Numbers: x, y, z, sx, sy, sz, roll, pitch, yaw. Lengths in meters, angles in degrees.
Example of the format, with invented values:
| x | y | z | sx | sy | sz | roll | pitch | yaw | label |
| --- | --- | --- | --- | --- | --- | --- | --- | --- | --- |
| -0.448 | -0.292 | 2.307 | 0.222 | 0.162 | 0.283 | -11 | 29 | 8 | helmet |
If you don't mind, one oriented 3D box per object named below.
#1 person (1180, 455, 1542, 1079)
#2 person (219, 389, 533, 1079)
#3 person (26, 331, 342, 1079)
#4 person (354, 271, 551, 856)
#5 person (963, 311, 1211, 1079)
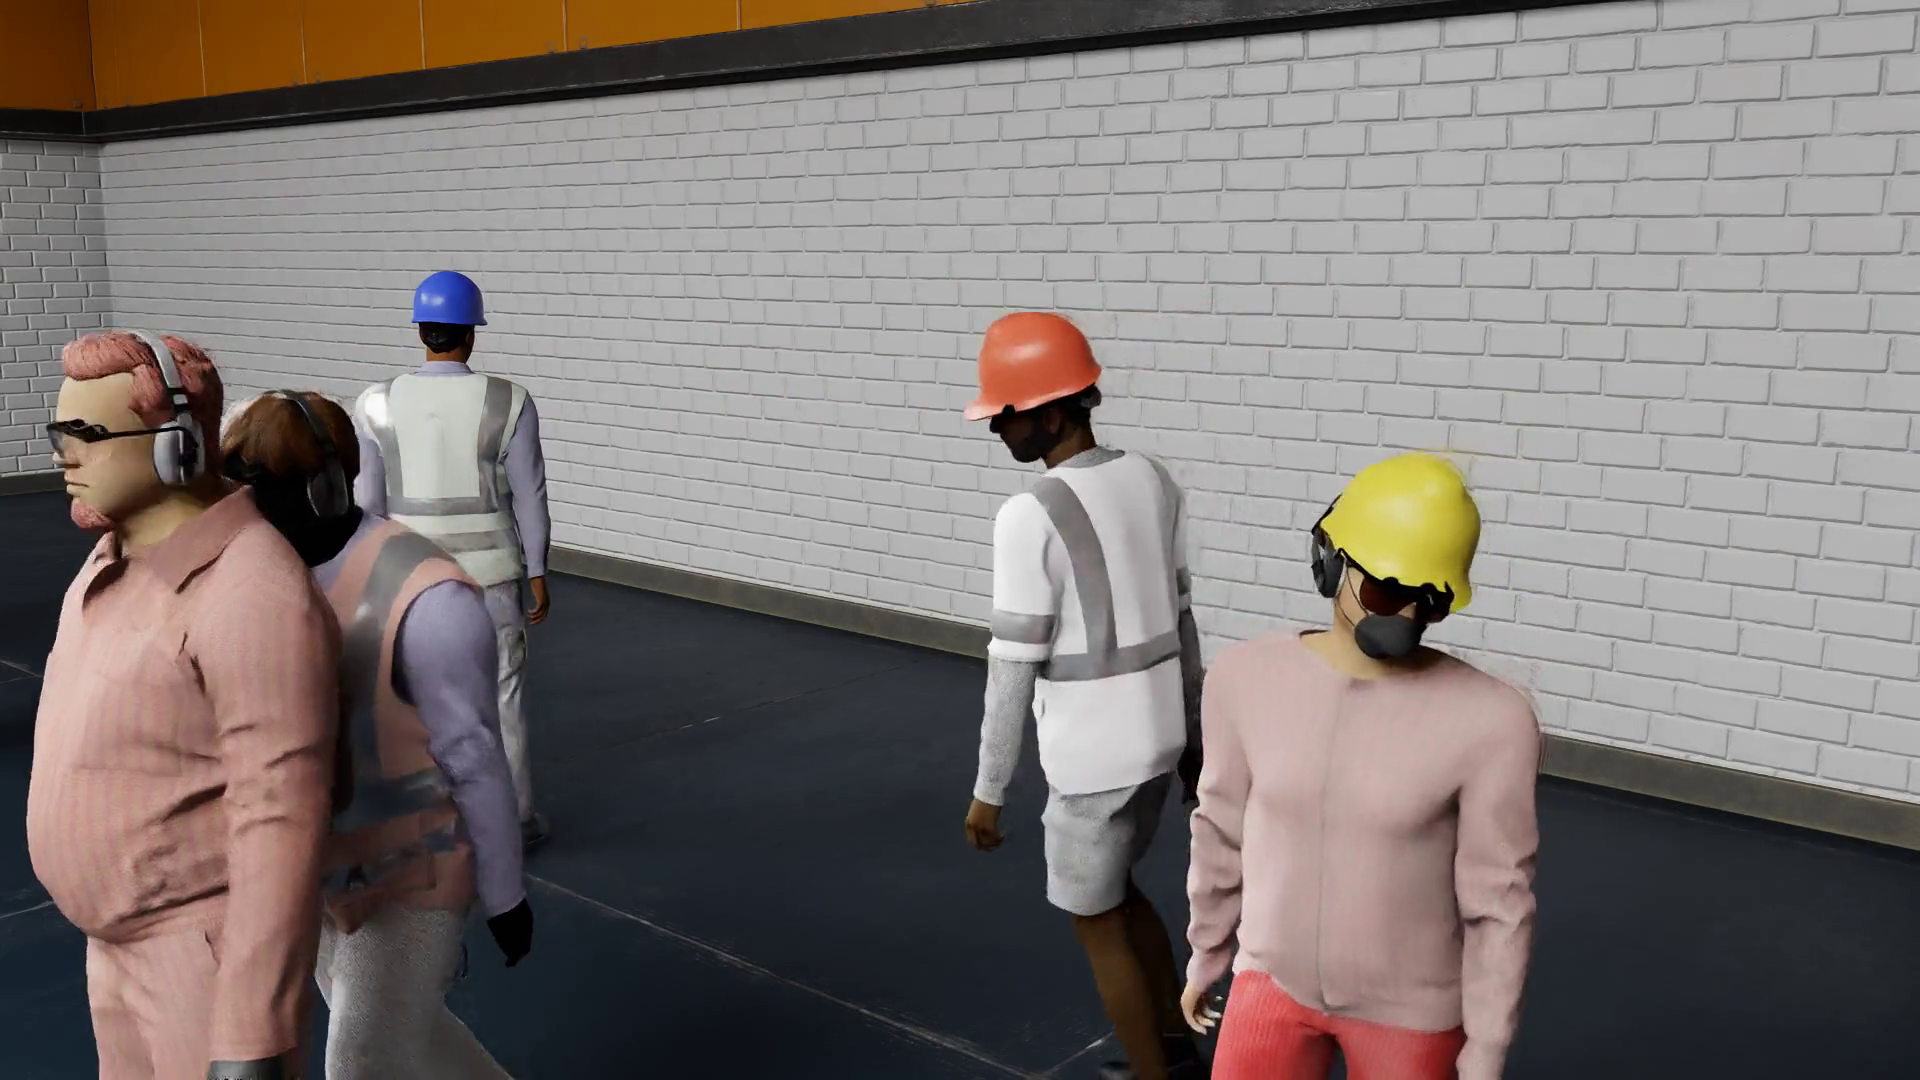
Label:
| x | y | z | sx | sy | sz | roll | pitch | yaw | label |
| --- | --- | --- | --- | --- | --- | --- | --- | --- | --- |
| 0.547 | 0.733 | 2.489 | 0.557 | 1.726 | 0.706 | 5 | 11 | 28 | person |
| -1.052 | 0.591 | 3.153 | 0.642 | 1.802 | 0.792 | 6 | 12 | 31 | person |
| -1.212 | 0.635 | 2.607 | 0.407 | 1.907 | 0.658 | -10 | 14 | -44 | person |
| -1.655 | 0.097 | 5.492 | 0.614 | 1.945 | 0.406 | -1 | 10 | -4 | person |
| 0.288 | 0.453 | 3.630 | 0.531 | 1.889 | 0.591 | 8 | 13 | 39 | person |
